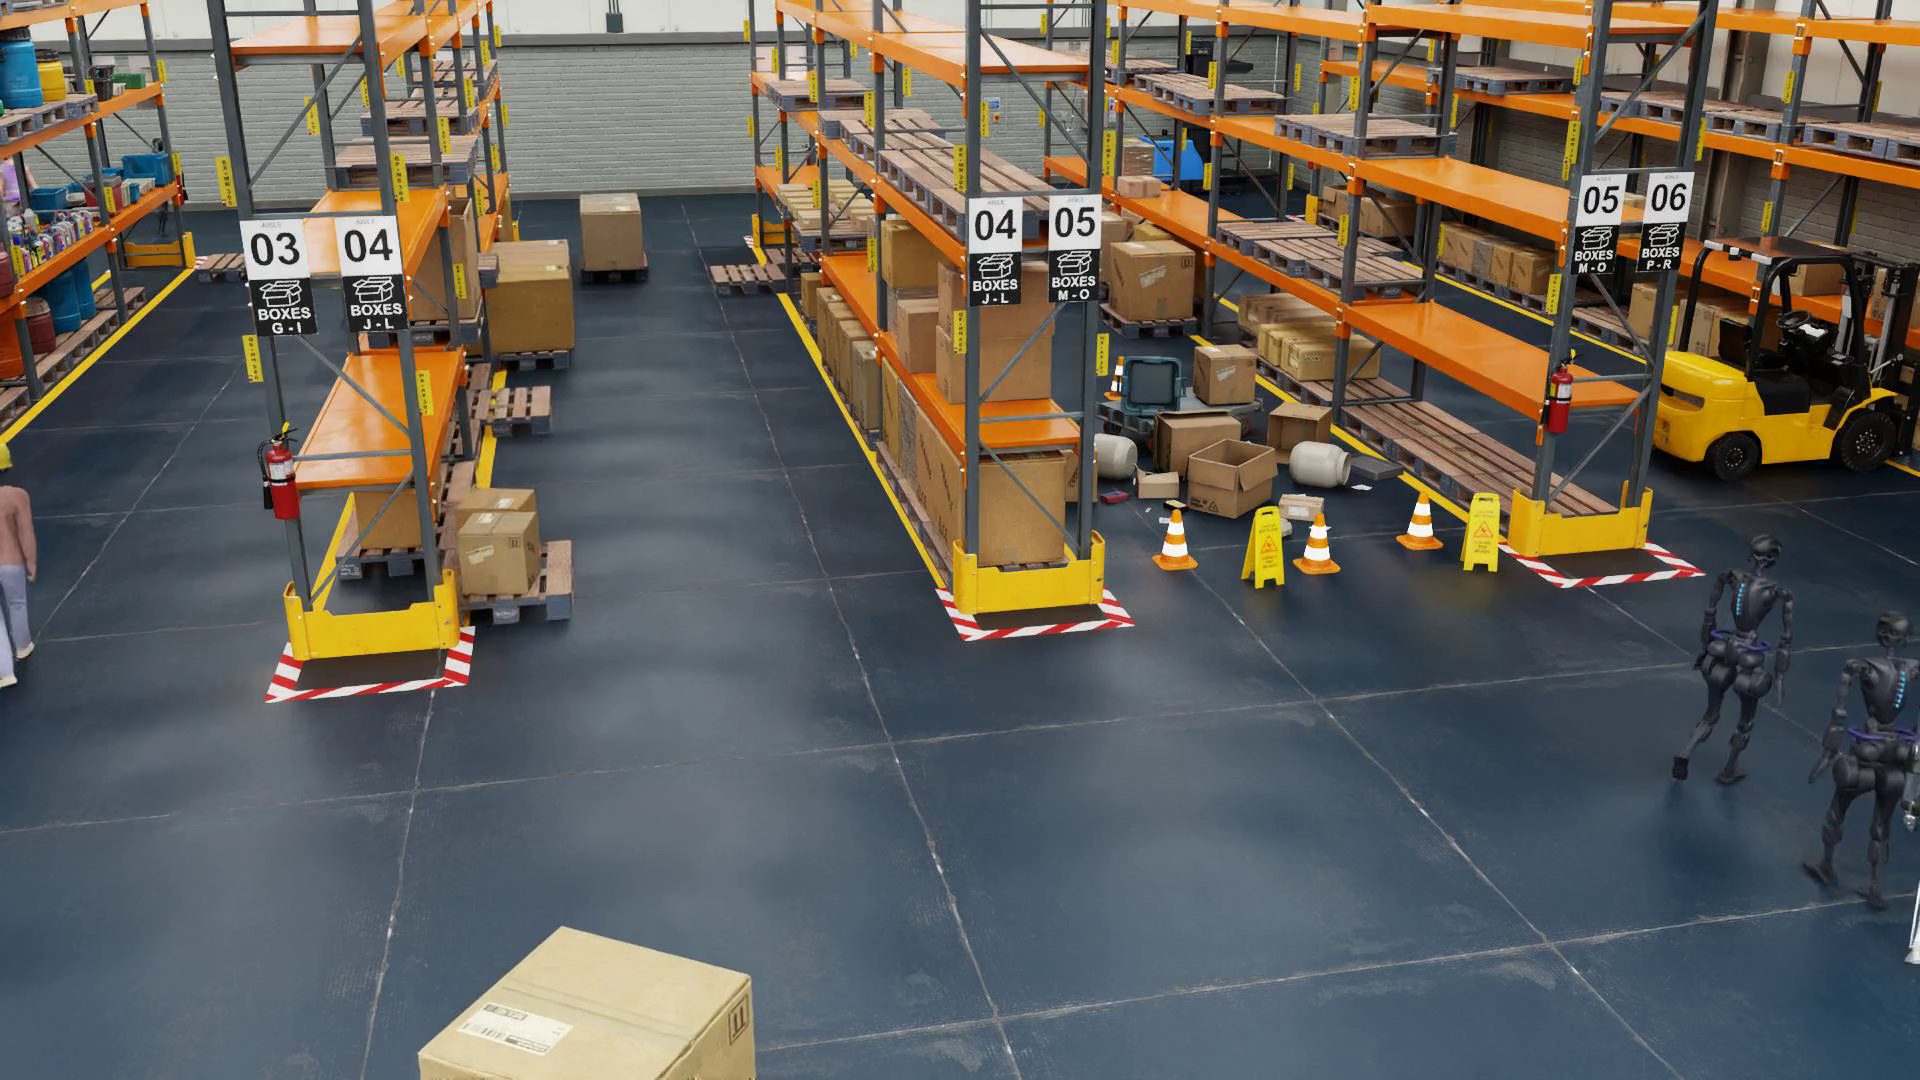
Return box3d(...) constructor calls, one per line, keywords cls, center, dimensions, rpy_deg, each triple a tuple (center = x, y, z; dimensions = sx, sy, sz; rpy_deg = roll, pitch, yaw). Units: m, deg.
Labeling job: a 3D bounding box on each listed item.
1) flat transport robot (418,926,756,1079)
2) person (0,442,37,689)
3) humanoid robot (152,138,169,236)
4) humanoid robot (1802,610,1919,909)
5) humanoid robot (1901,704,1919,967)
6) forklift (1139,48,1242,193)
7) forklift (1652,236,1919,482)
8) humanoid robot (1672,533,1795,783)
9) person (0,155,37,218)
box3d(cls="flat transport robot", center=(-1.384, 2.850, 6.530), dimensions=(1.431, 0.231, 0.659), rpy_deg=(-17, 26, -39))
box3d(cls="person", center=(-6.763, 0.161, 11.698), dimensions=(0.538, 1.699, 0.886), rpy_deg=(-12, 23, -29))
box3d(cls="humanoid robot", center=(-13.686, -6.038, 28.453), dimensions=(0.431, 1.645, 0.610), rpy_deg=(10, 22, 24))
box3d(cls="humanoid robot", center=(4.956, 1.179, 9.029), dimensions=(0.609, 1.636, 0.518), rpy_deg=(0, 20, 1))
box3d(cls="humanoid robot", center=(5.150, 1.308, 8.562), dimensions=(0.538, 1.753, 0.922), rpy_deg=(12, 24, 30))
box3d(cls="forklift", center=(4.566, -8.313, 32.860), dimensions=(1.873, 2.768, 1.129), rpy_deg=(-4, 21, -12))
box3d(cls="forklift", center=(8.013, -1.814, 16.330), dimensions=(2.313, 2.155, 1.214), rpy_deg=(-4, 21, -12))
box3d(cls="humanoid robot", center=(4.731, 0.754, 10.159), dimensions=(0.530, 1.637, 0.612), rpy_deg=(-13, 24, -32))
box3d(cls="person", center=(-15.262, -5.505, 27.010), dimensions=(0.606, 1.678, 0.366), rpy_deg=(-14, 25, -33))
